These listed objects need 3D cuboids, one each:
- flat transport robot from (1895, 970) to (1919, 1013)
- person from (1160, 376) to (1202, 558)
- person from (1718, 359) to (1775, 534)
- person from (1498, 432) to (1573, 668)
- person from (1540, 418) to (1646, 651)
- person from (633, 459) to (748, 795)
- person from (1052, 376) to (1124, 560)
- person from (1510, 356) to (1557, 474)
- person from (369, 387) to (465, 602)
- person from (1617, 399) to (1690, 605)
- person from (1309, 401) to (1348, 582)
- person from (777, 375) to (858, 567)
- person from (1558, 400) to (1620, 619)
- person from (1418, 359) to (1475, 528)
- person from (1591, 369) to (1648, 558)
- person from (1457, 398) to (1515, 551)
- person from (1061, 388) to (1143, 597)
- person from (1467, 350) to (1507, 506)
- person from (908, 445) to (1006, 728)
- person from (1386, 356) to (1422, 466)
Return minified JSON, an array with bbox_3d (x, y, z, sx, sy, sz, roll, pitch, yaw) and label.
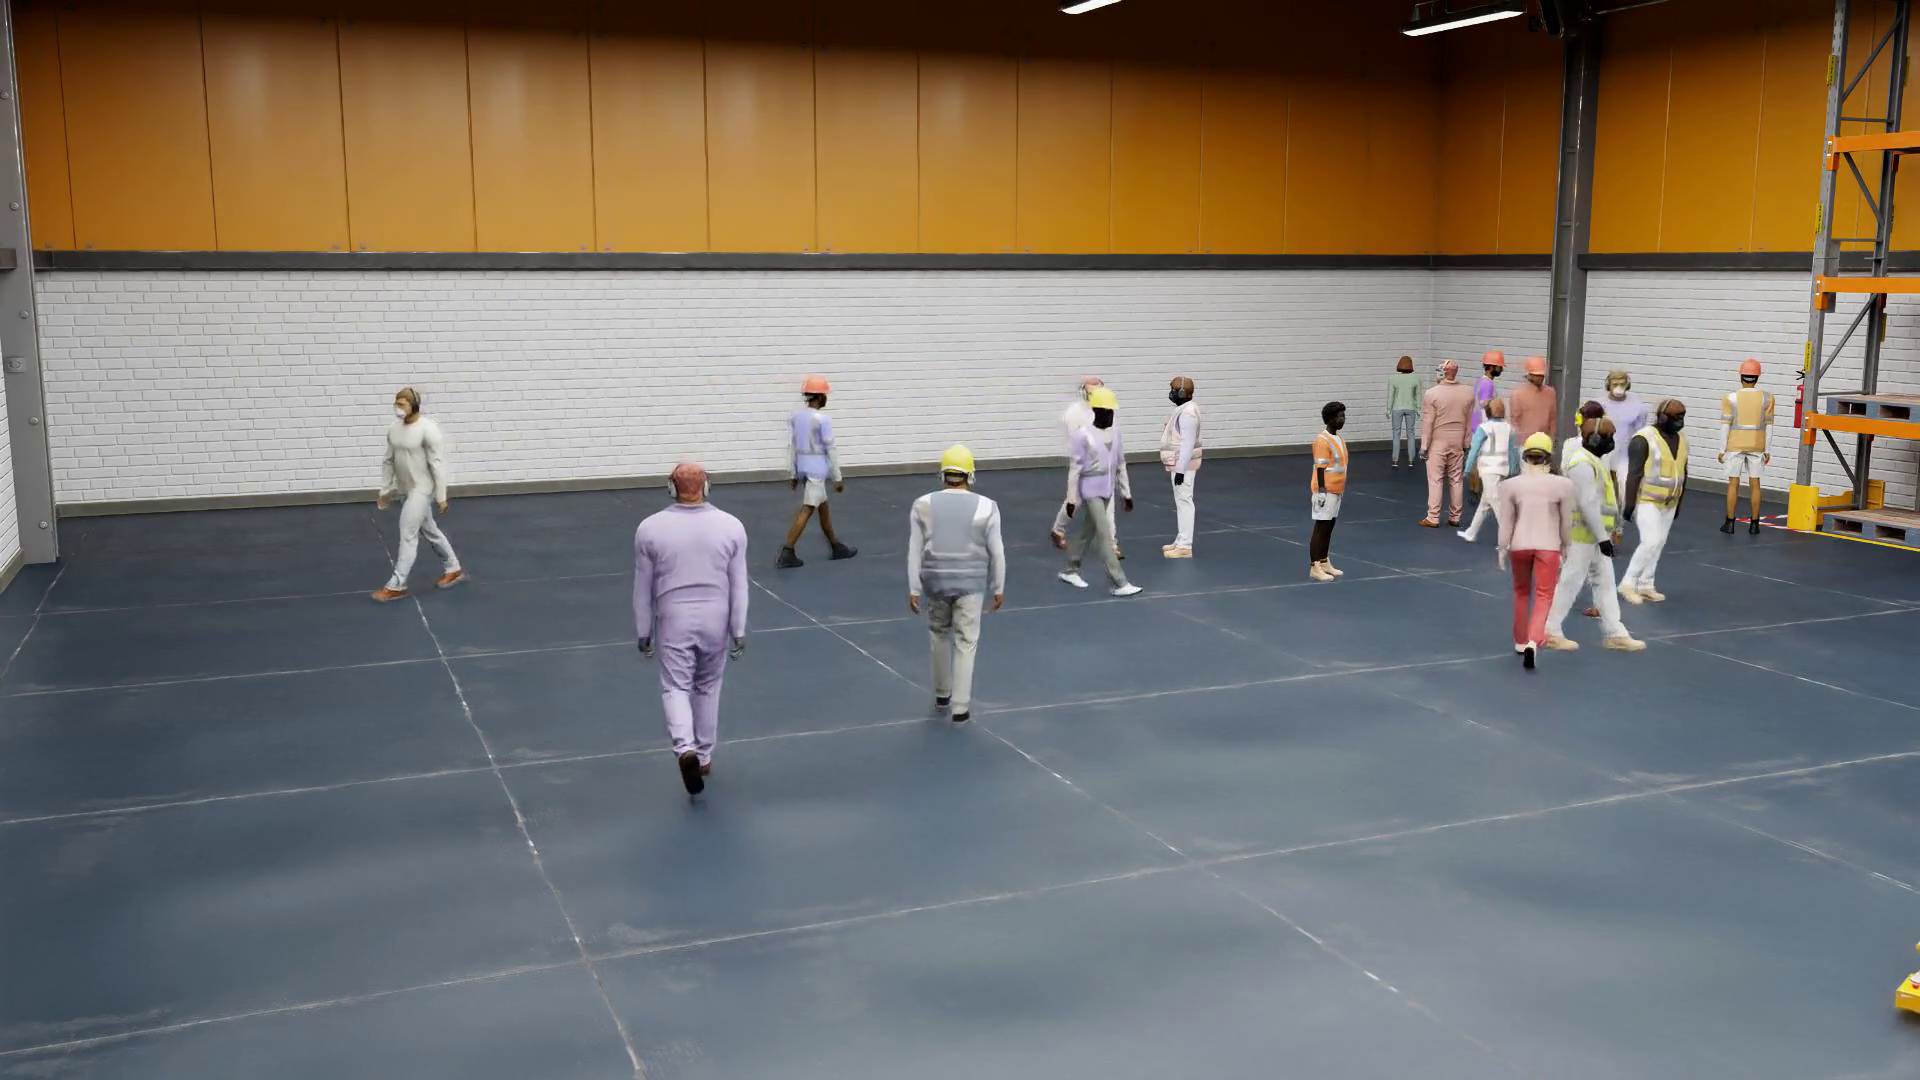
[{"bbox_3d":[4.413,1.707,6.845,0.652,0.197,1.431,9,13,42],"label":"flat transport robot"},{"bbox_3d":[2.245,-0.741,16.931,0.429,1.845,0.621,1,9,8],"label":"person"},{"bbox_3d":[8.670,-1.027,18.371,0.542,1.939,0.365,3,10,17],"label":"person"},{"bbox_3d":[4.262,0.063,12.381,0.508,1.732,0.794,5,11,27],"label":"person"},{"bbox_3d":[4.861,-0.030,12.737,0.758,1.808,0.642,6,11,32],"label":"person"},{"bbox_3d":[-1.513,0.486,9.418,0.640,1.880,0.820,-2,10,-14],"label":"person"},{"bbox_3d":[1.301,-0.763,17.053,0.632,1.859,0.997,-6,11,-30],"label":"person"},{"bbox_3d":[6.440,-1.116,18.857,0.616,1.964,0.614,-4,10,-21],"label":"person"},{"bbox_3d":[-4.891,-0.434,14.981,0.639,1.896,1.049,7,12,38],"label":"person"},{"bbox_3d":[6.103,-0.332,14.575,0.635,1.815,0.449,-4,10,-24],"label":"person"},{"bbox_3d":[3.486,-0.465,15.695,0.316,1.696,0.541,6,11,31],"label":"person"},{"bbox_3d":[-1.435,-0.681,16.458,1.013,1.887,0.566,-8,12,-40],"label":"person"},{"bbox_3d":[5.285,-0.277,14.189,0.480,1.812,0.949,-3,10,-18],"label":"person"},{"bbox_3d":[5.481,-1.090,18.836,0.651,1.911,0.409,-3,10,-17],"label":"person"},{"bbox_3d":[6.635,-0.781,16.927,0.633,1.924,0.464,2,10,14],"label":"person"},{"bbox_3d":[5.561,-0.695,17.426,0.512,1.584,0.891,-6,11,-32],"label":"person"},{"bbox_3d":[1.264,-0.442,15.043,1.037,1.869,0.603,9,13,42],"label":"person"},{"bbox_3d":[6.500,-1.375,20.526,0.398,1.928,0.554,2,10,13],"label":"person"},{"bbox_3d":[-0.007,0.278,10.875,0.619,1.798,0.792,1,9,8],"label":"person"},{"bbox_3d":[6.561,-1.901,24.594,0.507,1.632,0.264,1,9,3],"label":"person"}]
